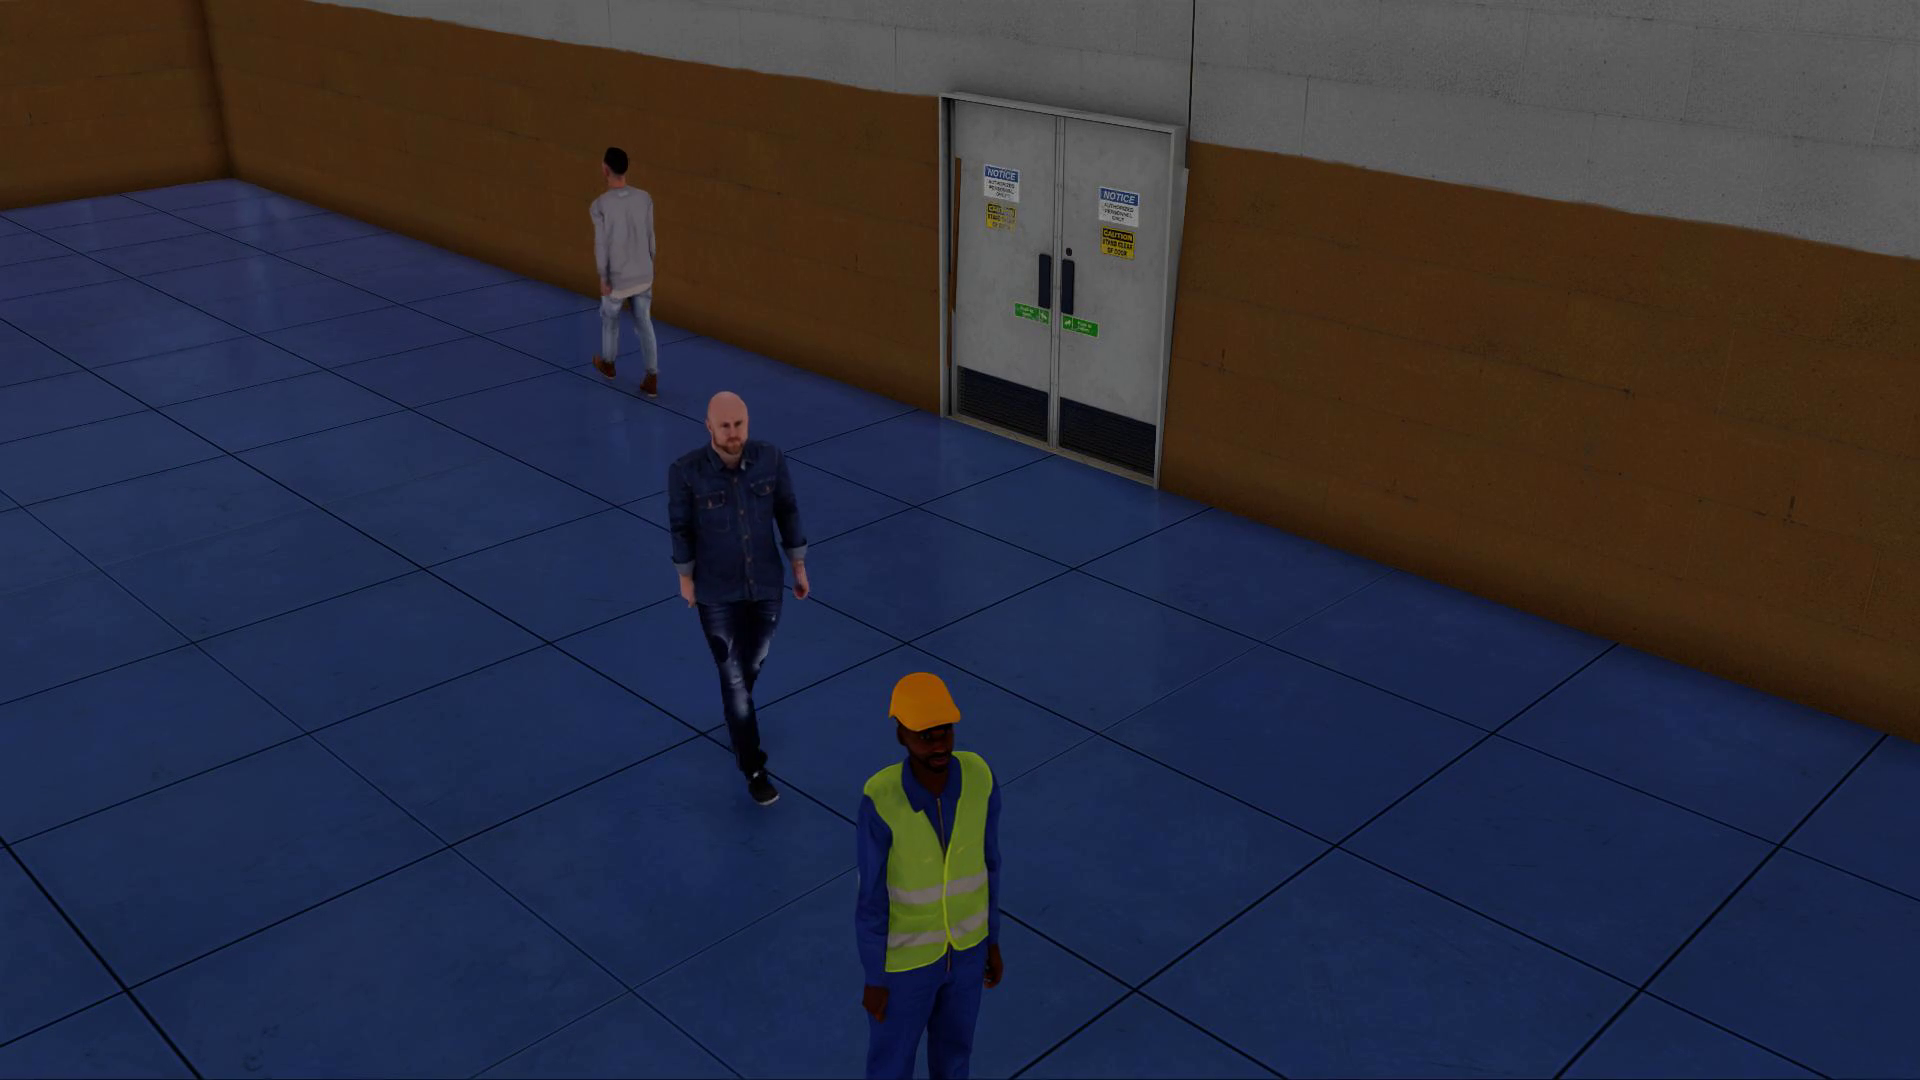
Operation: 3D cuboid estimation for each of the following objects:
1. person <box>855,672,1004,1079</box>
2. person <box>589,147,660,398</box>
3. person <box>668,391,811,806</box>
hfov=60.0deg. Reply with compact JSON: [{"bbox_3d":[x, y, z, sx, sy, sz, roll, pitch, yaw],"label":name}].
[{"bbox_3d":[-0.096,1.212,4.997,0.603,1.813,0.771,-14,27,-29],"label":"person"},{"bbox_3d":[-2.393,-1.926,12.175,1.019,1.807,0.868,-16,28,-32],"label":"person"},{"bbox_3d":[-0.993,0.201,7.350,1.182,1.778,1.009,-12,27,-26],"label":"person"}]
